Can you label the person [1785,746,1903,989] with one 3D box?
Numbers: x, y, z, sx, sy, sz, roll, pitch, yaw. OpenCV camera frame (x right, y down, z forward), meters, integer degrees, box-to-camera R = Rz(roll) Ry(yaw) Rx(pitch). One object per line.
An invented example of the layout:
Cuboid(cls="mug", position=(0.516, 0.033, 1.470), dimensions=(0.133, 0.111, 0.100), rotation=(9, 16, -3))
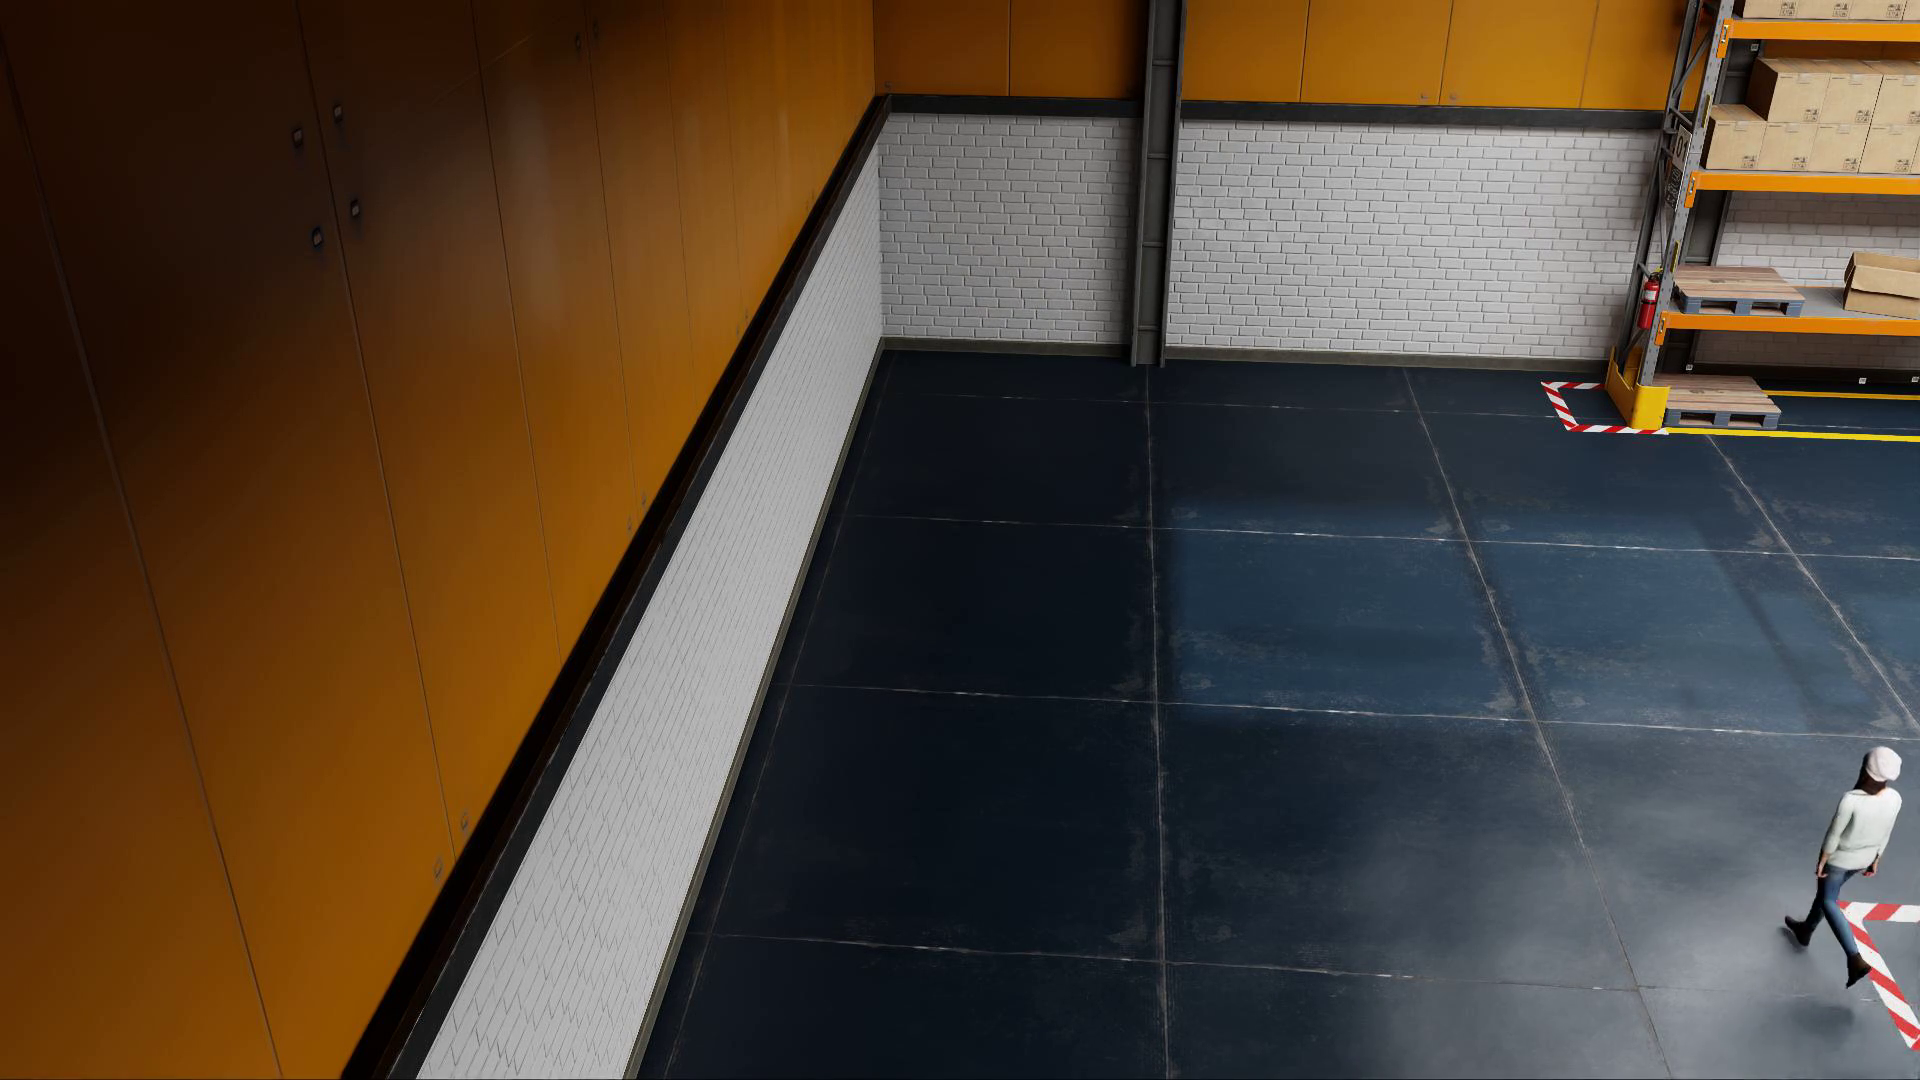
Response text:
Cuboid(cls="person", position=(5.612, 2.038, 10.410), dimensions=(1.004, 1.623, 0.796), rotation=(-5, 29, -8))
